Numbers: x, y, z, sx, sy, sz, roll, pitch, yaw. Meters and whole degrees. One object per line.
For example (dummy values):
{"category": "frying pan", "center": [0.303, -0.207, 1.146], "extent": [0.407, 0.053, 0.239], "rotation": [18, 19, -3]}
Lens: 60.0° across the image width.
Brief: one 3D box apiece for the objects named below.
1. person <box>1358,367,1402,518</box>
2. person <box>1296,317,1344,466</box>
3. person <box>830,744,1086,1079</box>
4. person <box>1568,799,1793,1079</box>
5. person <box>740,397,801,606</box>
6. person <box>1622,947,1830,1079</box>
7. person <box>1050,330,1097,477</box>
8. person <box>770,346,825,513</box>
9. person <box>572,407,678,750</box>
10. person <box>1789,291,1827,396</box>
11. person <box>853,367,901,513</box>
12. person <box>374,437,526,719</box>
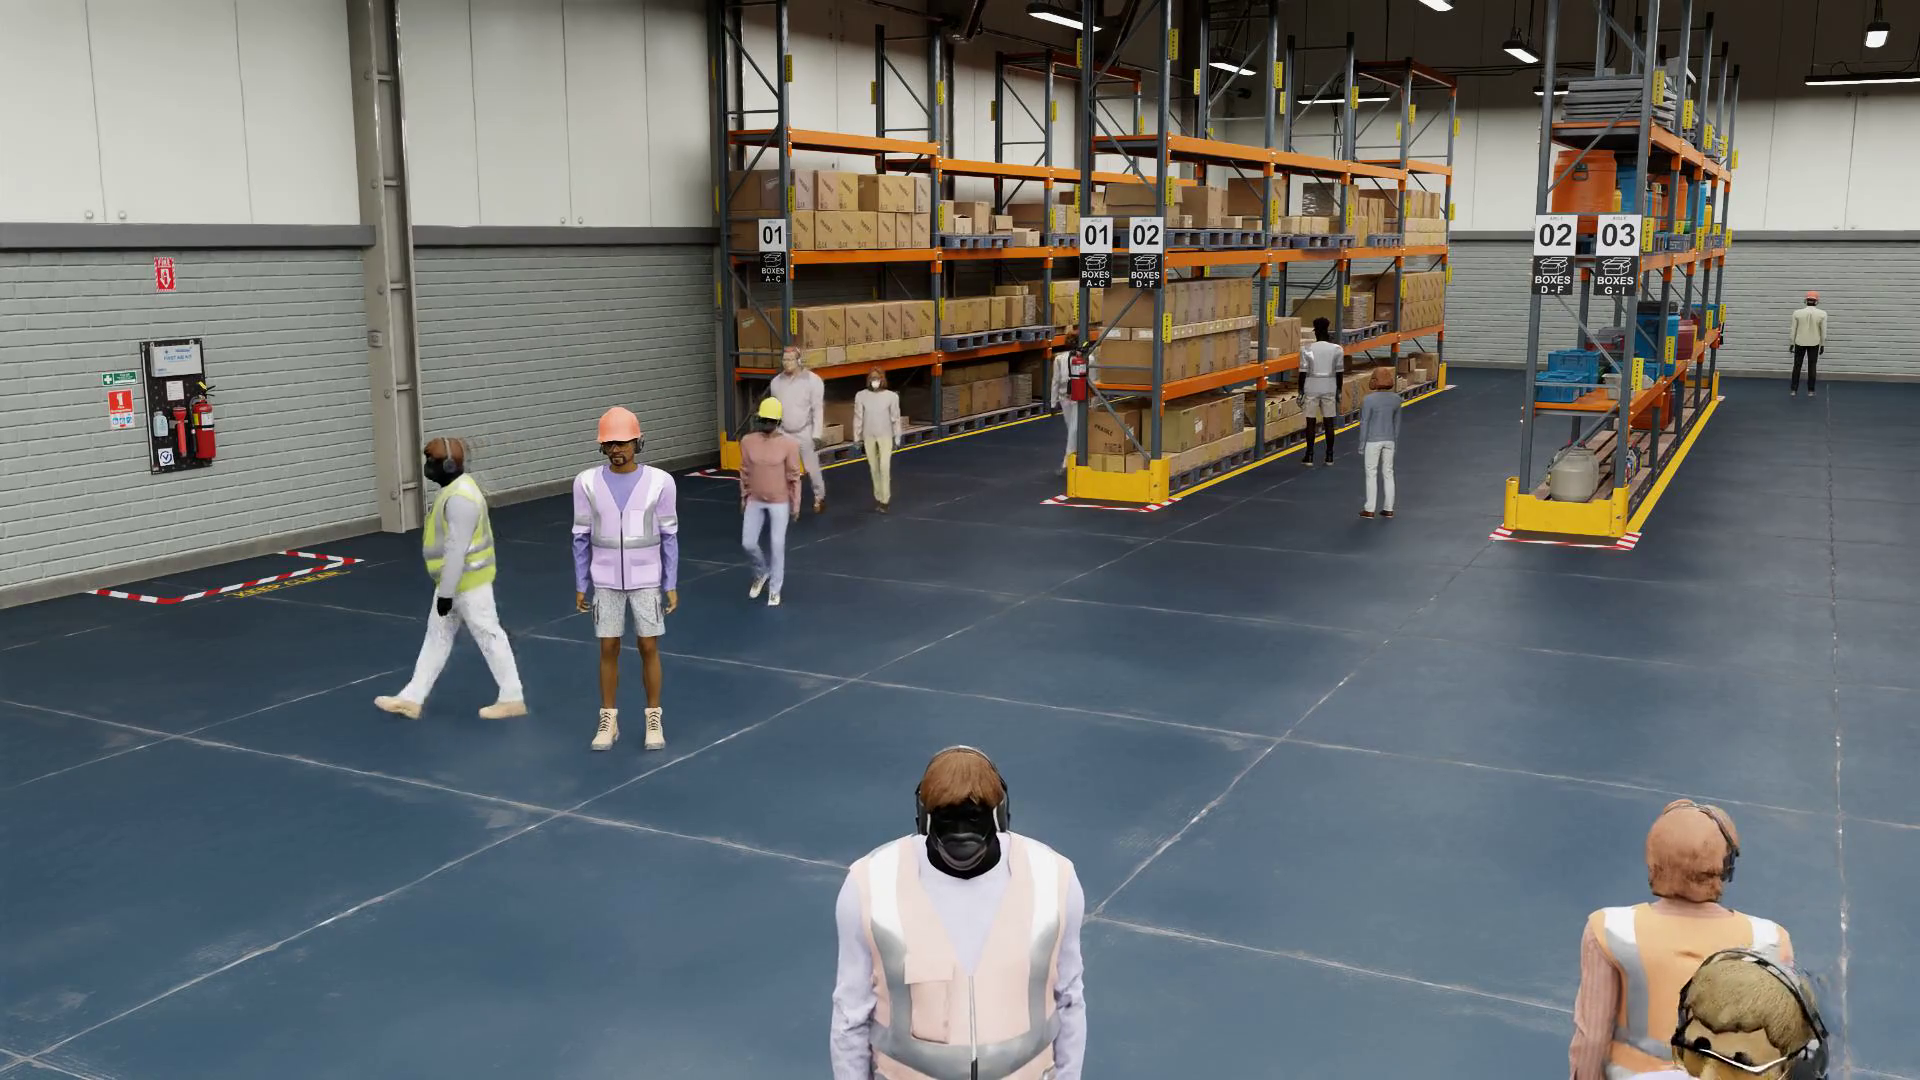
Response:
{"category": "person", "center": [4.516, -1.043, 17.914], "extent": [0.493, 1.624, 0.280], "rotation": [-4, 11, -22]}
{"category": "person", "center": [4.752, -1.961, 21.984], "extent": [0.614, 1.962, 0.362], "rotation": [0, 10, -2]}
{"category": "person", "center": [0.004, 1.387, 4.070], "extent": [0.634, 1.841, 0.429], "rotation": [-1, 10, -7]}
{"category": "person", "center": [1.805, 1.463, 4.214], "extent": [0.523, 1.636, 0.310], "rotation": [2, 11, 11]}
{"category": "person", "center": [-1.545, -0.312, 13.607], "extent": [0.543, 1.736, 0.486], "rotation": [2, 11, 12]}
{"category": "person", "center": [1.360, 1.585, 2.870], "extent": [1.001, 1.898, 0.646], "rotation": [-9, 14, -41]}
{"category": "person", "center": [1.456, -1.759, 21.233], "extent": [0.584, 1.839, 0.992], "rotation": [6, 12, 29]}
{"category": "person", "center": [-1.726, -1.160, 17.873], "extent": [0.637, 1.877, 0.905], "rotation": [3, 11, 16]}
{"category": "person", "center": [-1.966, 0.236, 9.793], "extent": [0.614, 2.042, 0.373], "rotation": [-1, 10, -3]}
{"category": "person", "center": [16.069, -3.724, 31.535], "extent": [0.614, 1.992, 0.389], "rotation": [5, 12, 27]}
{"category": "person", "center": [-0.925, -1.083, 18.192], "extent": [0.503, 1.596, 0.813], "rotation": [2, 11, 12]}
{"category": "person", "center": [-3.187, 0.261, 10.336], "extent": [0.946, 1.790, 0.650], "rotation": [-4, 11, -23]}
